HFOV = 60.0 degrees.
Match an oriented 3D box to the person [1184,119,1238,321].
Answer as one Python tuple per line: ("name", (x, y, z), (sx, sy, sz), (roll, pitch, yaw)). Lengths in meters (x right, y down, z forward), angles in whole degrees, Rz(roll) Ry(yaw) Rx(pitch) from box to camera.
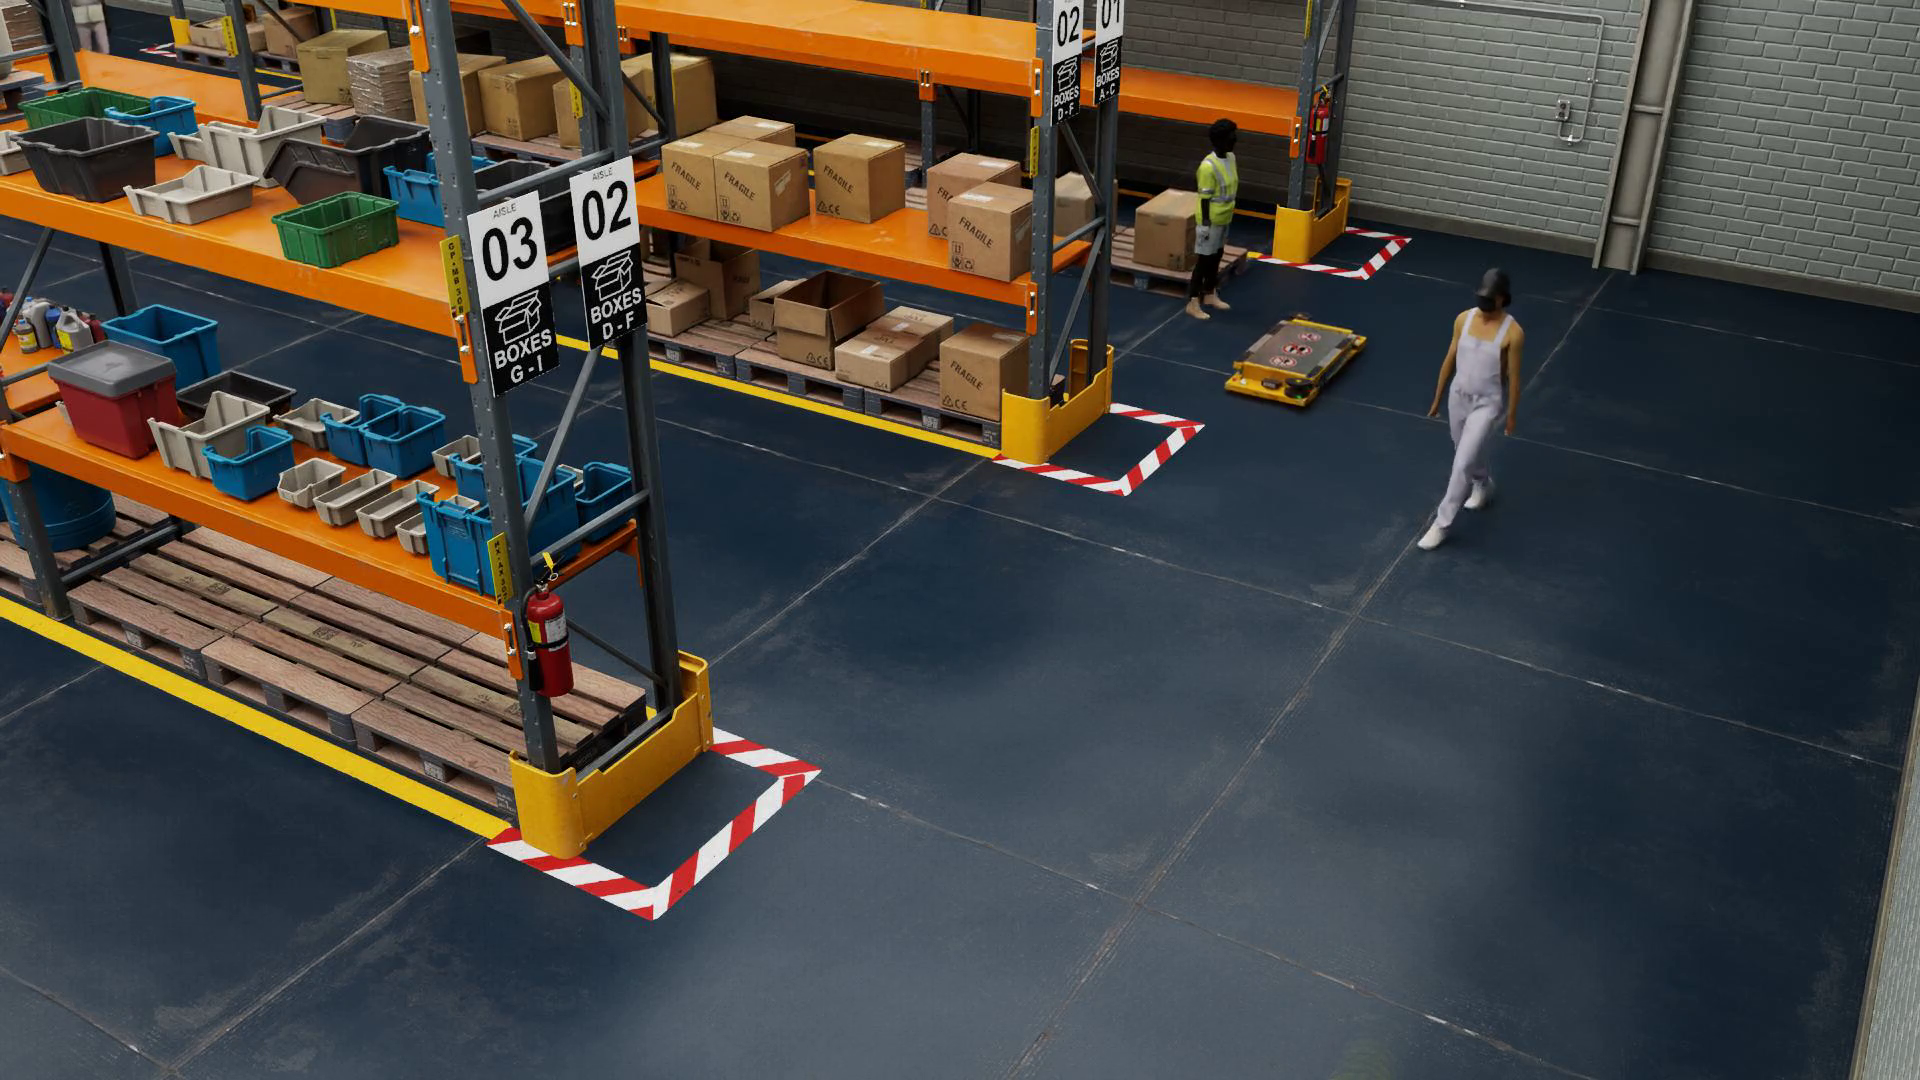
("person", (2.144, -2.703, 14.033), (0.359, 1.706, 0.542), (17, 33, 28))

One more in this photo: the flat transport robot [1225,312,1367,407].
("flat transport robot", (2.691, -1.444, 13.225), (0.659, 0.231, 1.431), (16, 33, 27))

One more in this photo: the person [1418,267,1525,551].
("person", (3.310, -0.900, 10.646), (0.955, 1.819, 0.523), (-24, 37, -36))

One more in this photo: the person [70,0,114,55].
("person", (-10.743, -6.357, 20.442), (0.564, 1.826, 0.672), (-26, 38, -38))

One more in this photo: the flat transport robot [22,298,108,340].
("flat transport robot", (-7.578, -1.706, 13.694), (1.431, 0.231, 0.659), (18, 34, 29))
